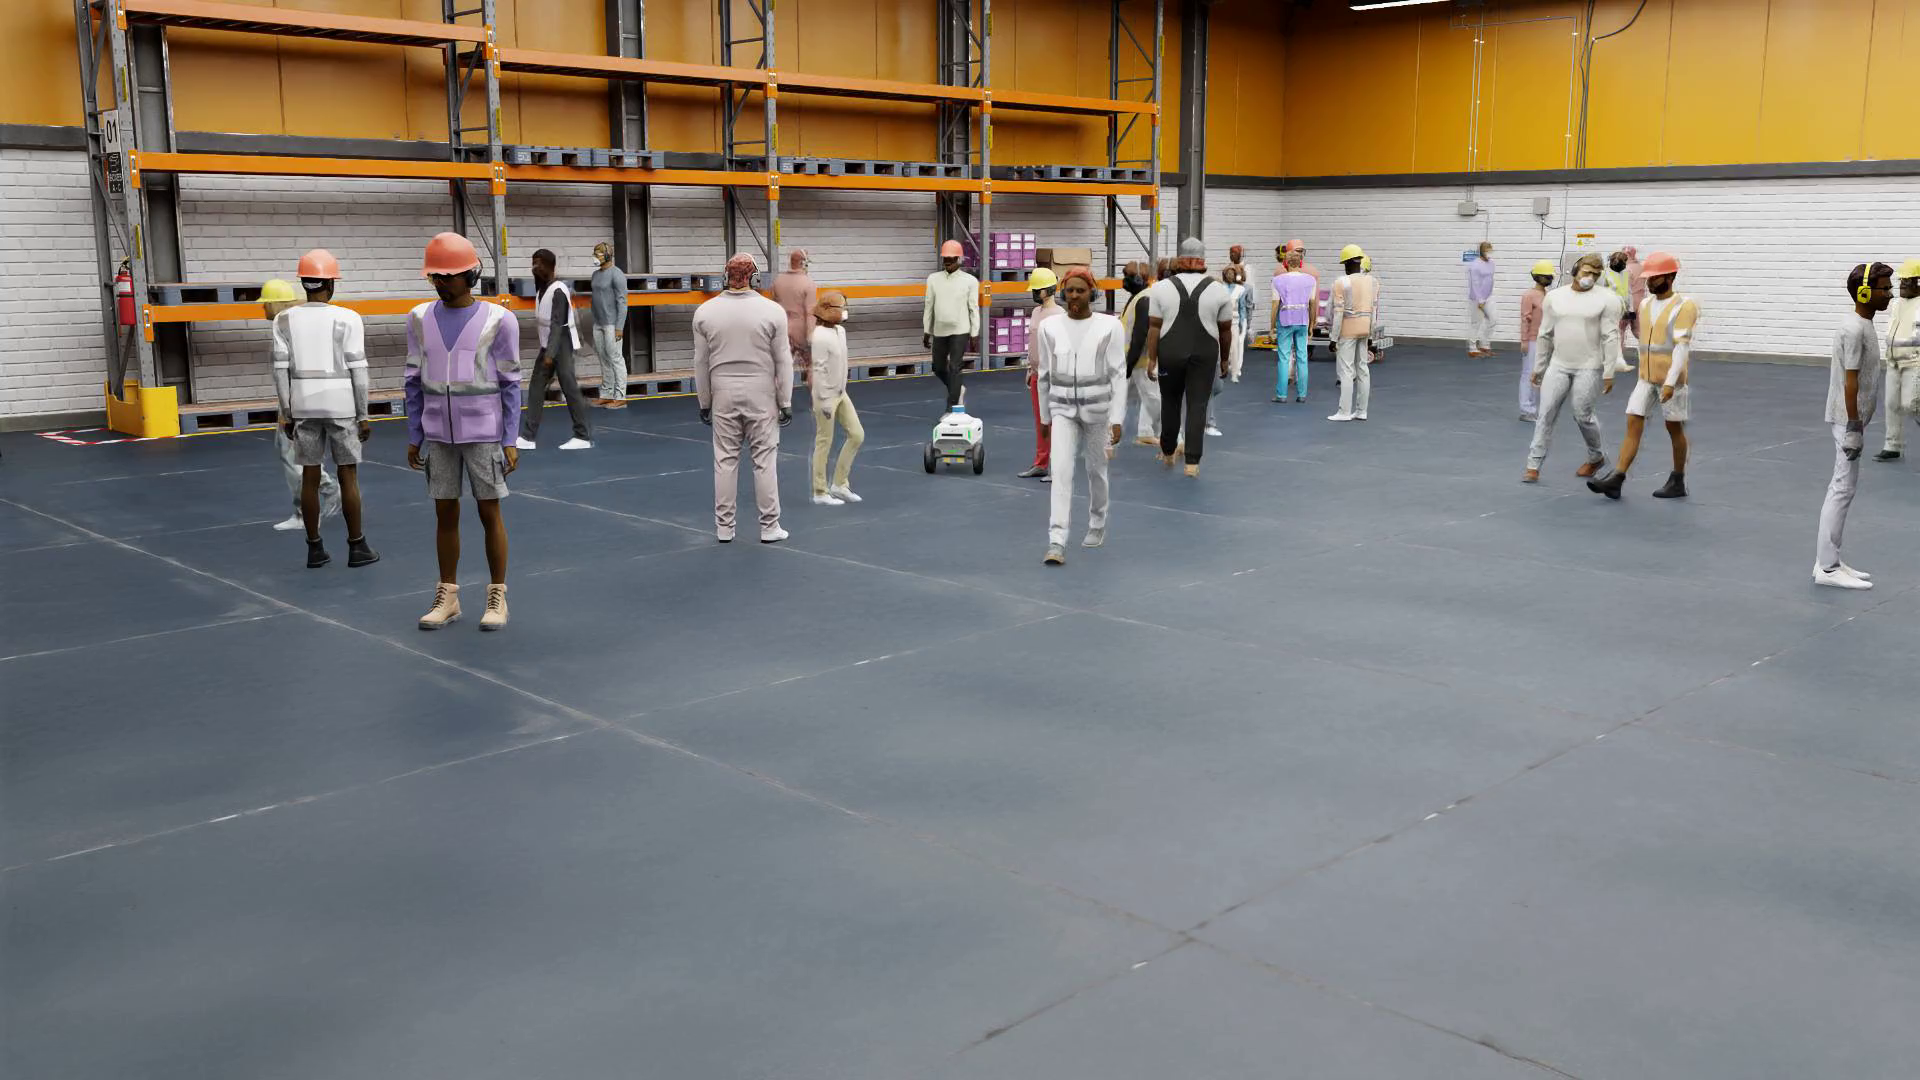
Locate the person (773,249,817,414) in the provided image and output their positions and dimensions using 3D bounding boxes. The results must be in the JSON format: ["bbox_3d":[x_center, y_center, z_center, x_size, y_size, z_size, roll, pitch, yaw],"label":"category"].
[{"bbox_3d":[-1.881,-2.359,18.885,0.640,1.868,0.957,7,13,34],"label":"person"}]

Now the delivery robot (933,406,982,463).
[{"bbox_3d":[-0.014,-0.916,14.338,0.477,0.478,0.707,2,10,8],"label":"delivery robot"}]

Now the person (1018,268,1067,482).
[{"bbox_3d":[0.699,-1.355,13.710,0.327,1.760,0.523,-6,12,-29],"label":"person"}]

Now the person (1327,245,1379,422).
[{"bbox_3d":[4.265,-2.244,18.112,0.585,1.920,0.374,-6,12,-28],"label":"person"}]

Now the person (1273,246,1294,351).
[{"bbox_3d":[5.710,-4.187,28.912,0.586,1.846,0.558,9,14,42],"label":"person"}]

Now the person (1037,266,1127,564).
[{"bbox_3d":[0.770,-0.800,10.513,0.592,1.837,1.015,3,11,14],"label":"person"}]

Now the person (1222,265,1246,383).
[{"bbox_3d":[3.698,-2.994,23.064,0.517,1.634,0.577,1,10,3],"label":"person"}]

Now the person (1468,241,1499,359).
[{"bbox_3d":[8.584,-3.918,27.250,0.642,1.914,0.572,-8,13,-36],"label":"person"}]

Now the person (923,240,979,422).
[{"bbox_3d":[-0.077,-2.294,18.224,0.627,1.977,0.744,4,11,23],"label":"person"}]

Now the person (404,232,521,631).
[{"bbox_3d":[-2.547,-0.539,8.506,0.605,2.034,0.392,1,10,6],"label":"person"}]

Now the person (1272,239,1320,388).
[{"bbox_3d":[4.470,-3.013,22.161,0.662,1.968,0.512,0,10,1],"label":"person"}]

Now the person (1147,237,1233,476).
[{"bbox_3d":[1.971,-1.600,14.270,0.707,2.000,0.975,1,10,8],"label":"person"}]

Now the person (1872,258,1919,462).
[{"bbox_3d":[8.490,-1.585,14.794,0.517,1.818,0.606,-2,11,-13],"label":"person"}]

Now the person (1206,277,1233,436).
[{"bbox_3d":[2.529,-1.892,17.039,0.512,1.610,0.669,-5,11,-25],"label":"person"}]

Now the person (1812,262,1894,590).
[{"bbox_3d":[5.176,-0.655,9.611,0.321,1.861,0.532,5,12,26],"label":"person"}]

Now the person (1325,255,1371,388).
[{"bbox_3d":[5.220,-2.924,22.269,0.644,1.760,0.925,2,11,11],"label":"person"}]

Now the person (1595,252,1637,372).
[{"bbox_3d":[9.809,-3.432,25.006,0.606,1.786,0.957,-7,13,-35],"label":"person"}]

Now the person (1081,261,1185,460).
[{"bbox_3d":[1.624,-1.602,14.957,0.936,1.801,0.623,-1,10,-8],"label":"person"}]

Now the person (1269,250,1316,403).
[{"bbox_3d":[4.004,-2.560,20.057,0.564,1.838,0.390,-2,11,-9],"label":"person"}]

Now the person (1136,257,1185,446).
[{"bbox_3d":[1.988,-1.768,15.807,0.679,1.817,0.660,2,11,11],"label":"person"}]

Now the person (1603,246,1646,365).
[{"bbox_3d":[10.464,-3.609,25.721,0.660,1.871,0.851,-8,13,-38],"label":"person"}]

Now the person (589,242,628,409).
[{"bbox_3d":[-4.129,-2.505,19.478,0.361,1.938,0.635,-10,14,-43],"label":"person"}]

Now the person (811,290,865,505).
[{"bbox_3d":[-0.912,-1.053,12.420,0.472,1.615,0.538,4,11,20],"label":"person"}]

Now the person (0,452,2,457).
[{"bbox_3d":[-8.974,-1.683,15.005,0.358,1.937,0.549,5,11,24],"label":"person"}]

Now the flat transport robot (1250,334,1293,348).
[{"bbox_3d":[5.754,-3.581,29.903,0.652,0.197,1.431,7,12,33],"label":"flat transport robot"}]

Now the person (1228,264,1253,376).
[{"bbox_3d":[4.010,-3.215,24.235,0.509,1.611,0.627,2,11,11],"label":"person"}]

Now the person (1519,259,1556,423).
[{"bbox_3d":[6.292,-2.166,18.115,0.527,1.769,0.331,-8,13,-37],"label":"person"}]

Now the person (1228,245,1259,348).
[{"bbox_3d":[4.938,-4.210,28.997,0.663,1.860,0.619,-6,12,-30],"label":"person"}]

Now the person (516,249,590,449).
[{"bbox_3d":[-3.904,-1.764,15.582,0.902,1.880,0.604,-7,13,-34],"label":"person"}]

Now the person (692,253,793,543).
[{"bbox_3d":[-1.408,-0.923,10.941,0.651,1.907,0.409,1,10,5],"label":"person"}]

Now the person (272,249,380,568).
[{"bbox_3d":[-3.865,-0.791,10.137,0.547,1.938,0.379,0,10,-2],"label":"person"}]

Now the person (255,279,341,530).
[{"bbox_3d":[-4.564,-0.927,11.441,0.428,1.725,0.502,-3,11,-13],"label":"person"}]

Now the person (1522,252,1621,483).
[{"bbox_3d":[5.061,-1.417,13.693,0.700,1.896,0.815,8,13,38],"label":"person"}]

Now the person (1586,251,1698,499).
[{"bbox_3d":[5.272,-1.234,12.679,0.931,1.885,0.558,-5,12,-25],"label":"person"}]

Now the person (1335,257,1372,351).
[{"bbox_3d":[6.663,-3.922,27.928,0.708,1.669,0.541,3,11,18],"label":"person"}]
